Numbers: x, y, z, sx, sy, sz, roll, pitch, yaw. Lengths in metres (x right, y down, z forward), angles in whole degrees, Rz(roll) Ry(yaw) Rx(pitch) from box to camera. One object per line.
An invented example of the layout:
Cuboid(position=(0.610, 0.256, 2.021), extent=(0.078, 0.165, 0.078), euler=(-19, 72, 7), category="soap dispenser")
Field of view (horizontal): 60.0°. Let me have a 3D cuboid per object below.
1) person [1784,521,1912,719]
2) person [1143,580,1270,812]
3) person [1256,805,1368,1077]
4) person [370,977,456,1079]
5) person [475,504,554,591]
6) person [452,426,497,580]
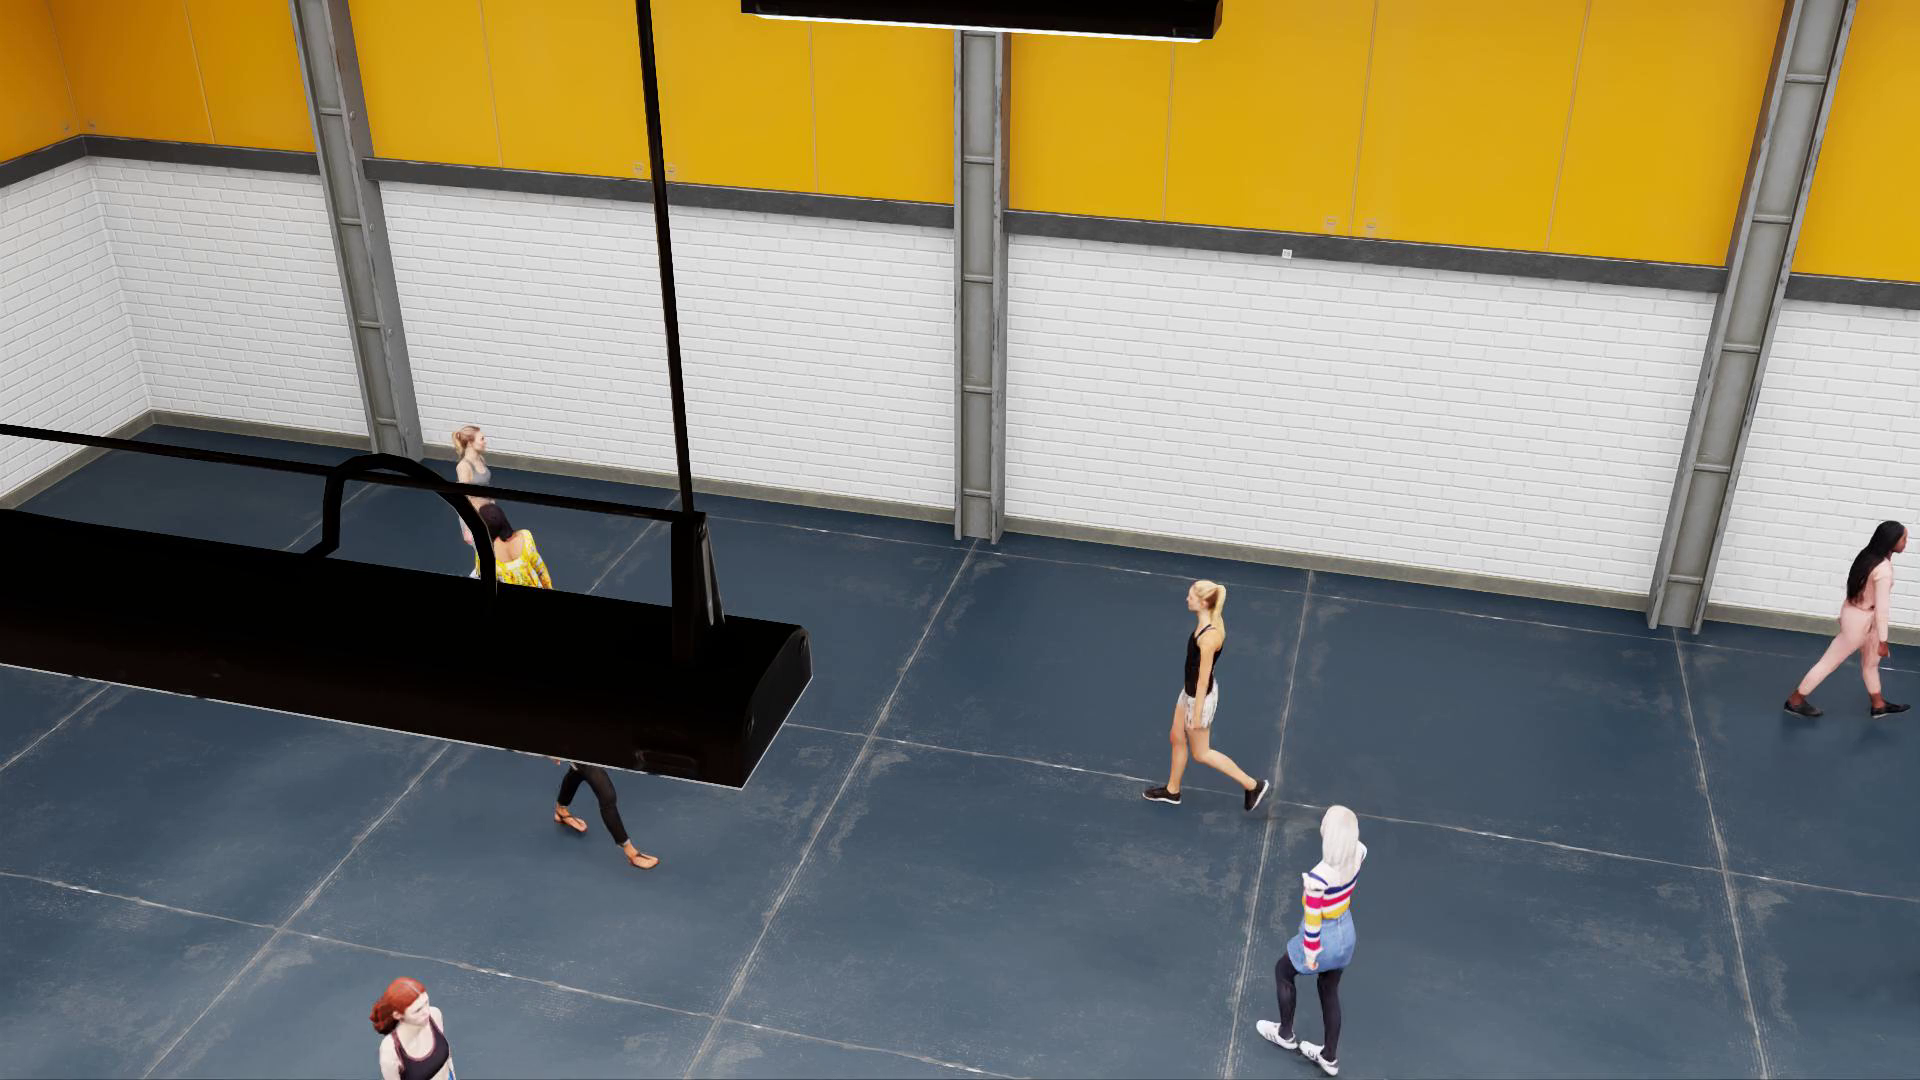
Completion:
Cuboid(position=(6.543, 0.629, 12.305), extent=(1.087, 1.676, 0.665), euler=(8, 30, 14), category="person")
Cuboid(position=(1.721, 1.083, 11.323), extent=(1.092, 1.820, 0.644), euler=(6, 29, 10), category="person")
Cuboid(position=(2.088, 2.248, 9.216), extent=(0.866, 1.791, 0.929), euler=(-18, 33, -30), category="person")
Cuboid(position=(-2.657, 2.826, 8.183), extent=(0.861, 1.776, 0.673), euler=(14, 32, 24), category="person")
Cuboid(position=(-3.325, 0.508, 12.574), extent=(0.859, 1.630, 0.905), euler=(-22, 36, -35), category="person")
Cuboid(position=(-4.055, -0.150, 13.716), extent=(0.680, 1.692, 0.635), euler=(5, 29, 8), category="person")
